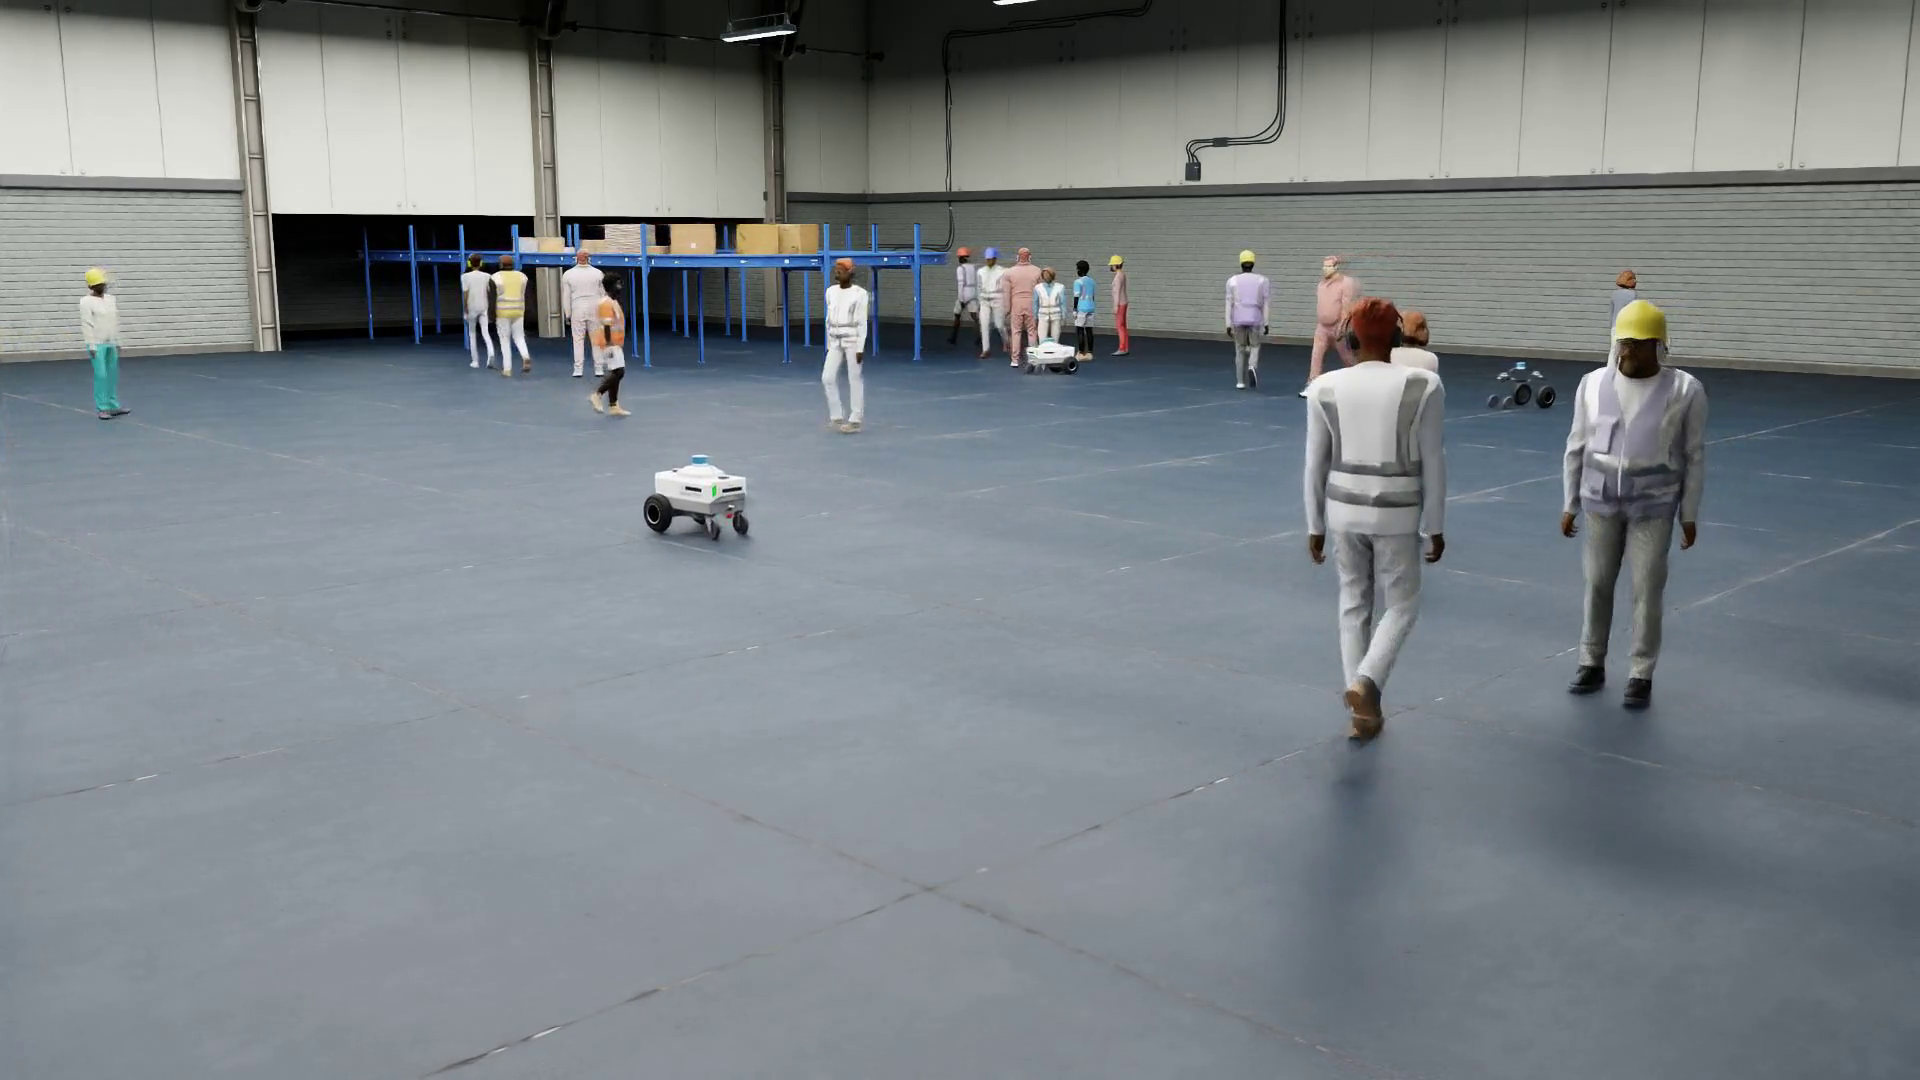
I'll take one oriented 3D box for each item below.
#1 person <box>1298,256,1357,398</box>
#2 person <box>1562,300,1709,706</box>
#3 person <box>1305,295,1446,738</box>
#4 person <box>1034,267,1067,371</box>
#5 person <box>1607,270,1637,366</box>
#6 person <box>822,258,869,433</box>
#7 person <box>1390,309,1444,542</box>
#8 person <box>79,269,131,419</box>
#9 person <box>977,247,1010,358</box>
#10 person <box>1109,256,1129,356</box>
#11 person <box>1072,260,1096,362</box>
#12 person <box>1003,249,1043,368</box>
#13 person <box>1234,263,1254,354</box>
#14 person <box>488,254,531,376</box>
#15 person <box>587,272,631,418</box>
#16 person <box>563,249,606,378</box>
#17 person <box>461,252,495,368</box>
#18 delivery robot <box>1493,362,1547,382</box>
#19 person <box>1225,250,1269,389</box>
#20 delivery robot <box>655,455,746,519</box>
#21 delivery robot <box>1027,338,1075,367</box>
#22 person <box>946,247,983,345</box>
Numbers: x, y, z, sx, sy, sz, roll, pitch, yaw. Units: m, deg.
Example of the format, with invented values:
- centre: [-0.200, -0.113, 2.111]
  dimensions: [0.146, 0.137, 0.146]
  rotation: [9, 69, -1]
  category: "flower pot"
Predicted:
- centre: [4.916, -2.789, 21.781]
  dimensions: [1.029, 1.860, 0.634]
  rotation: [-8, 13, -39]
  category: "person"
- centre: [3.045, -0.177, 7.575]
  dimensions: [0.599, 1.832, 0.404]
  rotation: [8, 13, 36]
  category: "person"
- centre: [1.697, -0.074, 6.890]
  dimensions: [0.585, 1.870, 0.596]
  rotation: [6, 12, 28]
  category: "person"
- centre: [1.396, -3.421, 25.866]
  dimensions: [0.531, 1.608, 0.741]
  rotation: [1, 10, 7]
  category: "person"
- centre: [9.133, -2.891, 22.899]
  dimensions: [0.279, 1.634, 0.497]
  rotation: [-3, 11, -17]
  category: "person"
- centre: [-1.268, -2.063, 17.741]
  dimensions: [0.615, 1.865, 0.602]
  rotation: [7, 13, 35]
  category: "person"
- centre: [2.991, -0.751, 11.257]
  dimensions: [0.641, 1.614, 0.510]
  rotation: [-6, 12, -29]
  category: "person"
- centre: [-9.898, -2.280, 19.332]
  dimensions: [0.351, 1.720, 0.725]
  rotation: [2, 11, 12]
  category: "person"
- centre: [0.603, -4.148, 28.994]
  dimensions: [0.616, 1.922, 0.775]
  rotation: [4, 11, 23]
  category: "person"
- centre: [2.796, -4.148, 29.451]
  dimensions: [0.368, 1.756, 0.533]
  rotation: [3, 11, 16]
  category: "person"
- centre: [2.096, -3.873, 28.108]
  dimensions: [0.323, 1.688, 0.532]
  rotation: [9, 14, 42]
  category: "person"
- centre: [1.021, -3.711, 26.743]
  dimensions: [0.671, 1.923, 0.555]
  rotation: [0, 10, -2]
  category: "person"
- centre: [5.171, -4.211, 29.983]
  dimensions: [0.540, 1.679, 0.576]
  rotation: [0, 10, 1]
  category: "person"
- centre: [-6.772, -3.384, 25.056]
  dimensions: [0.628, 1.831, 0.533]
  rotation: [-7, 13, -35]
  category: "person"
- centre: [-4.043, -2.253, 19.253]
  dimensions: [0.406, 1.685, 0.551]
  rotation: [0, 10, 0]
  category: "person"
- centre: [-5.612, -3.395, 24.910]
  dimensions: [0.642, 1.909, 0.409]
  rotation: [-3, 11, -18]
  category: "person"
- centre: [-7.681, -3.666, 26.575]
  dimensions: [0.521, 1.847, 0.842]
  rotation: [-6, 12, -31]
  category: "person"
- centre: [6.945, -2.084, 20.588]
  dimensions: [0.698, 0.223, 0.335]
  rotation: [-4, 11, -24]
  category: "delivery robot"
- centre: [3.941, -3.021, 22.845]
  dimensions: [0.614, 1.913, 0.528]
  rotation: [1, 10, 8]
  category: "person"
- centre: [-1.864, -0.367, 11.943]
  dimensions: [0.707, 0.478, 0.477]
  rotation: [9, 14, 41]
  category: "delivery robot"
- centre: [1.397, -2.865, 25.565]
  dimensions: [0.707, 0.478, 0.477]
  rotation: [-5, 12, -25]
  category: "delivery robot"
- centre: [0.141, -4.737, 32.296]
  dimensions: [0.541, 1.896, 1.008]
  rotation: [-10, 14, -43]
  category: "person"
